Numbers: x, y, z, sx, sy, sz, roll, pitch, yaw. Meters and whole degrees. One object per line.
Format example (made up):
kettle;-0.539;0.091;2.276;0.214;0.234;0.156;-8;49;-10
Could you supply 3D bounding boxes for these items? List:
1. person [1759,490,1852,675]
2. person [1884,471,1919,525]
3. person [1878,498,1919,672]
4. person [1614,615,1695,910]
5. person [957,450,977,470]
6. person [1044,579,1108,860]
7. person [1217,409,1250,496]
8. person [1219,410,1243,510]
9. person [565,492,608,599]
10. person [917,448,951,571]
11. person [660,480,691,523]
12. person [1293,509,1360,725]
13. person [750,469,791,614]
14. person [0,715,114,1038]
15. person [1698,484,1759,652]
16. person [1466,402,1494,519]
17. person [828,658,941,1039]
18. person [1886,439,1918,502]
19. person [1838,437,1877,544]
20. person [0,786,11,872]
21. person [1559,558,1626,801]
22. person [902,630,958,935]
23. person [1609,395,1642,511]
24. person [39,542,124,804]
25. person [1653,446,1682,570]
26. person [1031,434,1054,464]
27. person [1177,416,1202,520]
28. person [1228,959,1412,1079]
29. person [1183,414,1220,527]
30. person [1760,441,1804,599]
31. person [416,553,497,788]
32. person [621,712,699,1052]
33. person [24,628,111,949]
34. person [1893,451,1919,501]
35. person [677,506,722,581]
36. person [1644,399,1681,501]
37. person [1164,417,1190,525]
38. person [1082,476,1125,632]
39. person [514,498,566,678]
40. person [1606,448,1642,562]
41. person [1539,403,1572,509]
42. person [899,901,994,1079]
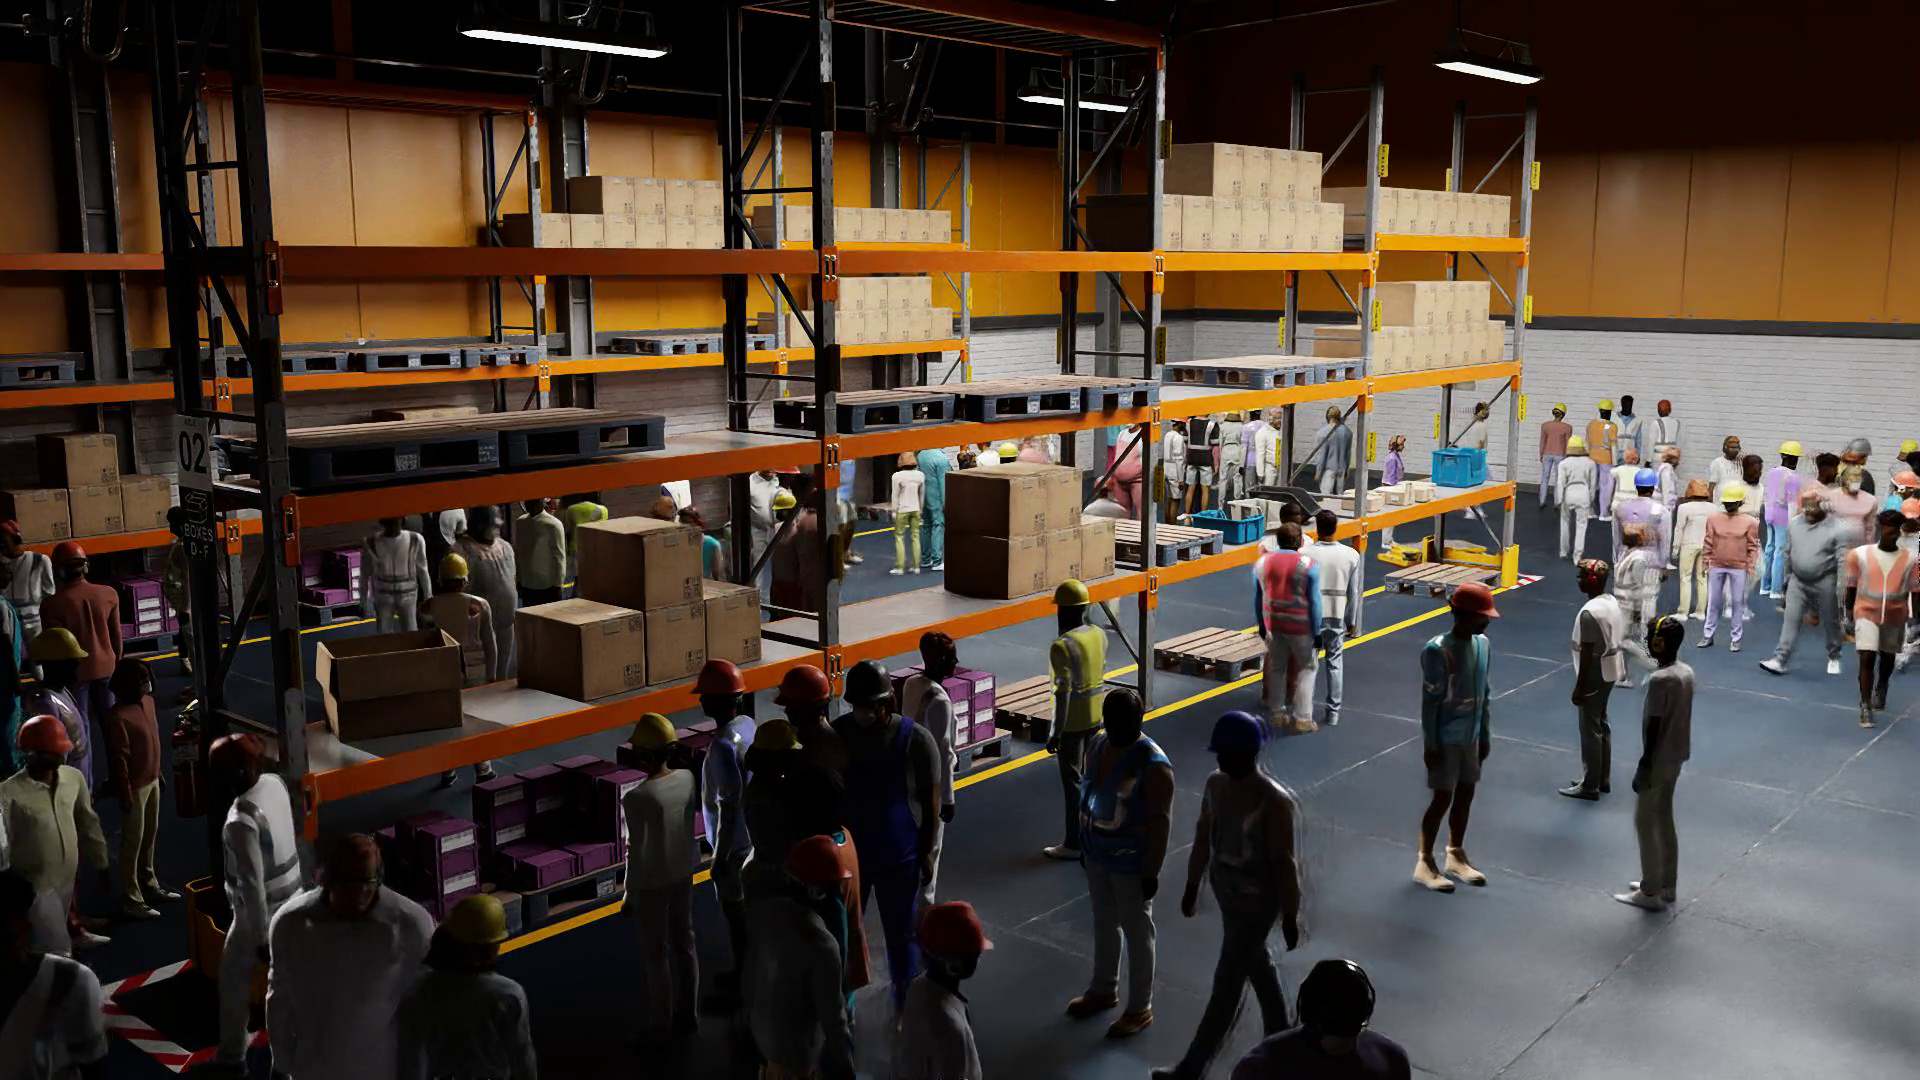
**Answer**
person;8.354;0.431;16.304;1.022;1.840;0.715;-7;12;-34
person;10.553;0.078;18.720;0.354;1.737;0.575;5;11;27
person;9.355;0.447;16.567;0.812;1.715;0.576;-8;12;-39
person;4.417;1.401;10.512;0.537;1.855;0.343;-9;13;-43
person;0.047;-0.165;19.898;0.342;1.839;0.501;-4;10;-21
person;0.772;1.218;11.351;0.388;1.926;0.590;7;12;36
person;4.759;-1.714;28.909;0.583;1.918;0.404;-1;10;-3
person;4.460;-1.356;27.305;0.486;1.736;0.341;2;10;12
person;-4.195;0.126;18.715;0.535;1.642;0.907;1;10;8
person;-0.306;-0.541;21.946;0.399;1.899;0.646;-5;11;-29
person;-3.344;-0.117;19.598;0.394;1.837;0.563;3;10;17
person;3.193;0.685;14.607;0.593;1.909;0.407;-1;10;-4
person;-2.216;-0.082;19.207;0.645;1.900;0.399;-3;10;-15
person;-4.682;1.761;8.695;0.769;1.720;0.599;3;10;16
person;8.027;0.290;17.381;0.532;1.765;0.328;7;12;36
person;8.227;-1.251;26.279;0.470;1.856;0.524;-2;10;-9
person;-0.464;1.608;8.683;0.688;2.000;0.536;2;10;11
person;12.415;-0.450;21.852;0.282;1.746;0.493;-4;10;-25
person;10.485;-0.215;19.571;0.536;2.000;0.701;-2;10;-13
person;-4.973;1.782;8.316;0.434;1.824;0.666;0;10;2
person;4.828;1.055;12.615;0.389;1.837;0.560;6;11;34
person;-0.187;1.466;10.033;0.361;1.876;0.577;-4;10;-20
person;10.825;-1.427;27.206;0.595;1.915;0.401;1;10;3
person;-6.595;0.997;12.499;0.393;1.985;0.611;6;11;31
person;9.399;-0.430;22.085;0.365;1.629;0.527;4;10;23
person;1.333;-1.369;27.071;0.386;1.838;0.562;-1;10;-8
person;3.620;-1.237;25.999;0.354;1.930;0.587;-4;10;-21
person;1.144;2.231;5.289;0.627;1.934;0.370;-3;10;-16
person;3.701;-1.192;25.460;0.613;2.028;0.409;6;11;31
person;9.936;-0.239;20.088;0.395;1.918;0.586;-1;10;-5
person;-3.867;1.010;12.866;0.590;1.836;0.404;-1;10;-3
person;-1.560;1.755;8.614;0.304;1.772;0.529;5;11;28
person;-5.315;1.465;9.879;0.370;1.927;0.588;-5;11;-27
person;12.161;-0.319;21.285;0.550;1.661;0.423;0;10;-2
person;-2.452;0.580;15.462;0.588;1.832;0.503;3;10;20
person;11.222;-1.313;26.623;0.594;1.878;0.414;-4;10;-23
person;3.166;-0.945;24.288;0.387;1.926;0.548;-2;10;-11
person;1.578;0.137;18.515;0.570;1.686;0.947;-3;10;-16
person;-4.058;0.402;16.015;0.619;1.997;0.373;5;11;30
person;8.894;-0.431;22.164;0.528;1.593;0.839;5;11;26
person;9.824;-1.387;27.425;0.532;1.756;0.337;7;12;37
person;-0.138;2.182;6.174;0.615;1.730;0.573;-1;10;-7
